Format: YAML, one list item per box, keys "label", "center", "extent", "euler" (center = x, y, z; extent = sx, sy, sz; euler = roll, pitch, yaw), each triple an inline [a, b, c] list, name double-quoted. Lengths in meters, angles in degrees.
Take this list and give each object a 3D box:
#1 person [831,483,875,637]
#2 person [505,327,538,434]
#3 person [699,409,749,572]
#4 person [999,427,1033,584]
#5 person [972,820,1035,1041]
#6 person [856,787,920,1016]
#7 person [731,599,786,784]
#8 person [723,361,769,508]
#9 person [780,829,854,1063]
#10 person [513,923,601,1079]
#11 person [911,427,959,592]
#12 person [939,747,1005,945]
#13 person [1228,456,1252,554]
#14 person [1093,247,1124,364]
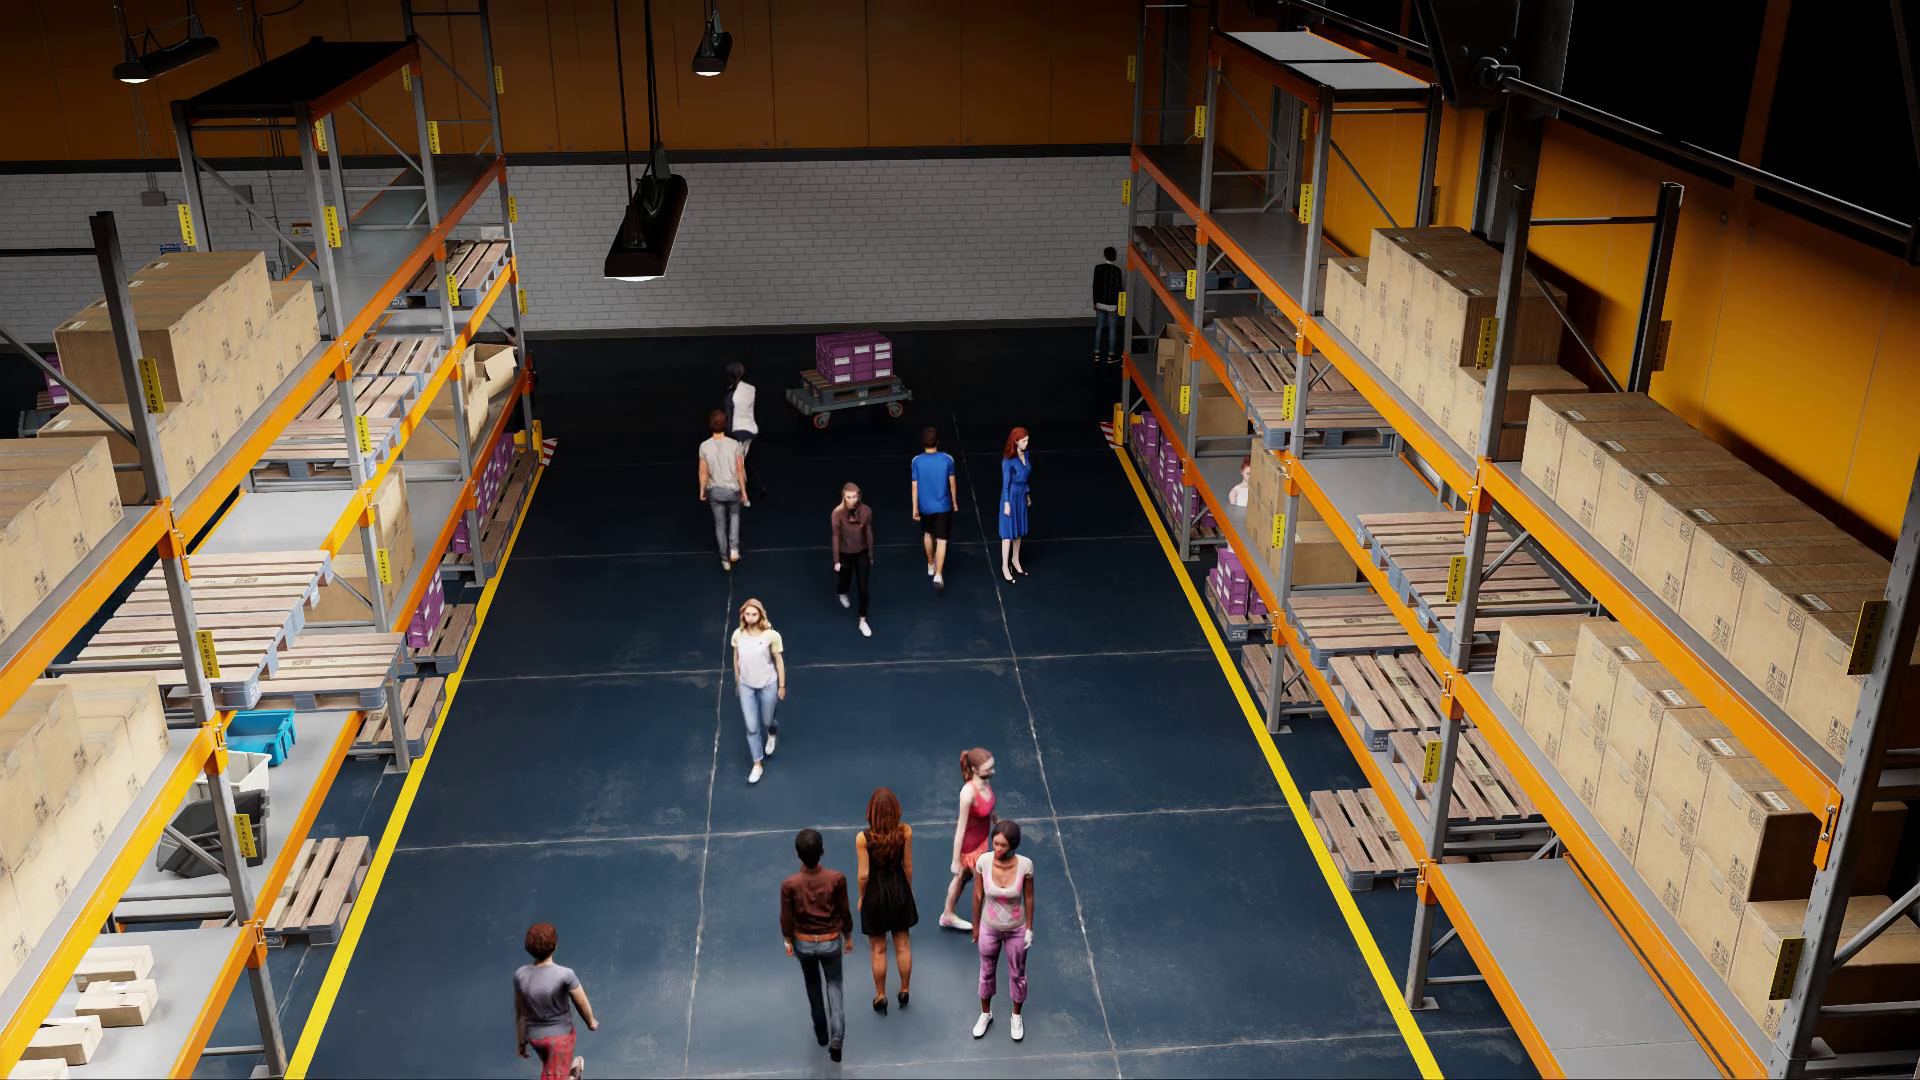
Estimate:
- label: "person"
  center: [-1.155, 0.150, 17.574]
  extent: [0.751, 1.677, 1.041]
  euler: [-8, 25, -17]
- label: "person"
  center: [-6.136, -2.125, 22.792]
  extent: [0.760, 1.665, 0.639]
  euler: [1, 24, 3]
- label: "person"
  center: [-2.679, -0.529, 18.866]
  extent: [0.708, 1.886, 0.637]
  euler: [-4, 24, -8]
- label: "person"
  center: [0.619, -0.412, 18.672]
  extent: [0.772, 1.827, 0.708]
  euler: [18, 29, 35]
- label: "person"
  center: [0.305, 2.714, 11.626]
  extent: [0.624, 1.743, 0.577]
  euler: [3, 24, 7]
- label: "person"
  center: [-0.525, 2.571, 11.839]
  extent: [0.626, 1.834, 0.591]
  euler: [-7, 25, -16]
- label: "person"
  center: [-1.787, 1.282, 14.938]
  extent: [0.772, 1.714, 0.990]
  euler: [4, 24, 9]
- label: "person"
  center: [-2.639, -1.285, 20.605]
  extent: [0.967, 1.879, 0.907]
  euler: [19, 30, 37]
- label: "person"
  center: [-0.964, 2.816, 11.368]
  extent: [0.683, 1.762, 0.914]
  euler: [-3, 24, -7]
- label: "person"
  center: [-2.625, 3.251, 10.574]
  extent: [0.777, 1.602, 1.191]
  euler: [4, 24, 9]
- label: "person"
  center: [-0.283, -0.330, 18.474]
  extent: [0.789, 1.835, 1.242]
  euler: [2, 24, 4]
- label: "person"
  center: [0.037, 2.309, 12.583]
  extent: [1.034, 1.717, 1.086]
  euler: [7, 25, 16]
- label: "person"
  center: [3.060, -0.057, 17.901]
  extent: [0.585, 1.793, 0.548]
  euler: [-6, 24, -13]
- label: "person"
  center: [2.321, -3.720, 26.249]
  extent: [0.740, 1.820, 0.769]
  euler: [14, 27, 30]
